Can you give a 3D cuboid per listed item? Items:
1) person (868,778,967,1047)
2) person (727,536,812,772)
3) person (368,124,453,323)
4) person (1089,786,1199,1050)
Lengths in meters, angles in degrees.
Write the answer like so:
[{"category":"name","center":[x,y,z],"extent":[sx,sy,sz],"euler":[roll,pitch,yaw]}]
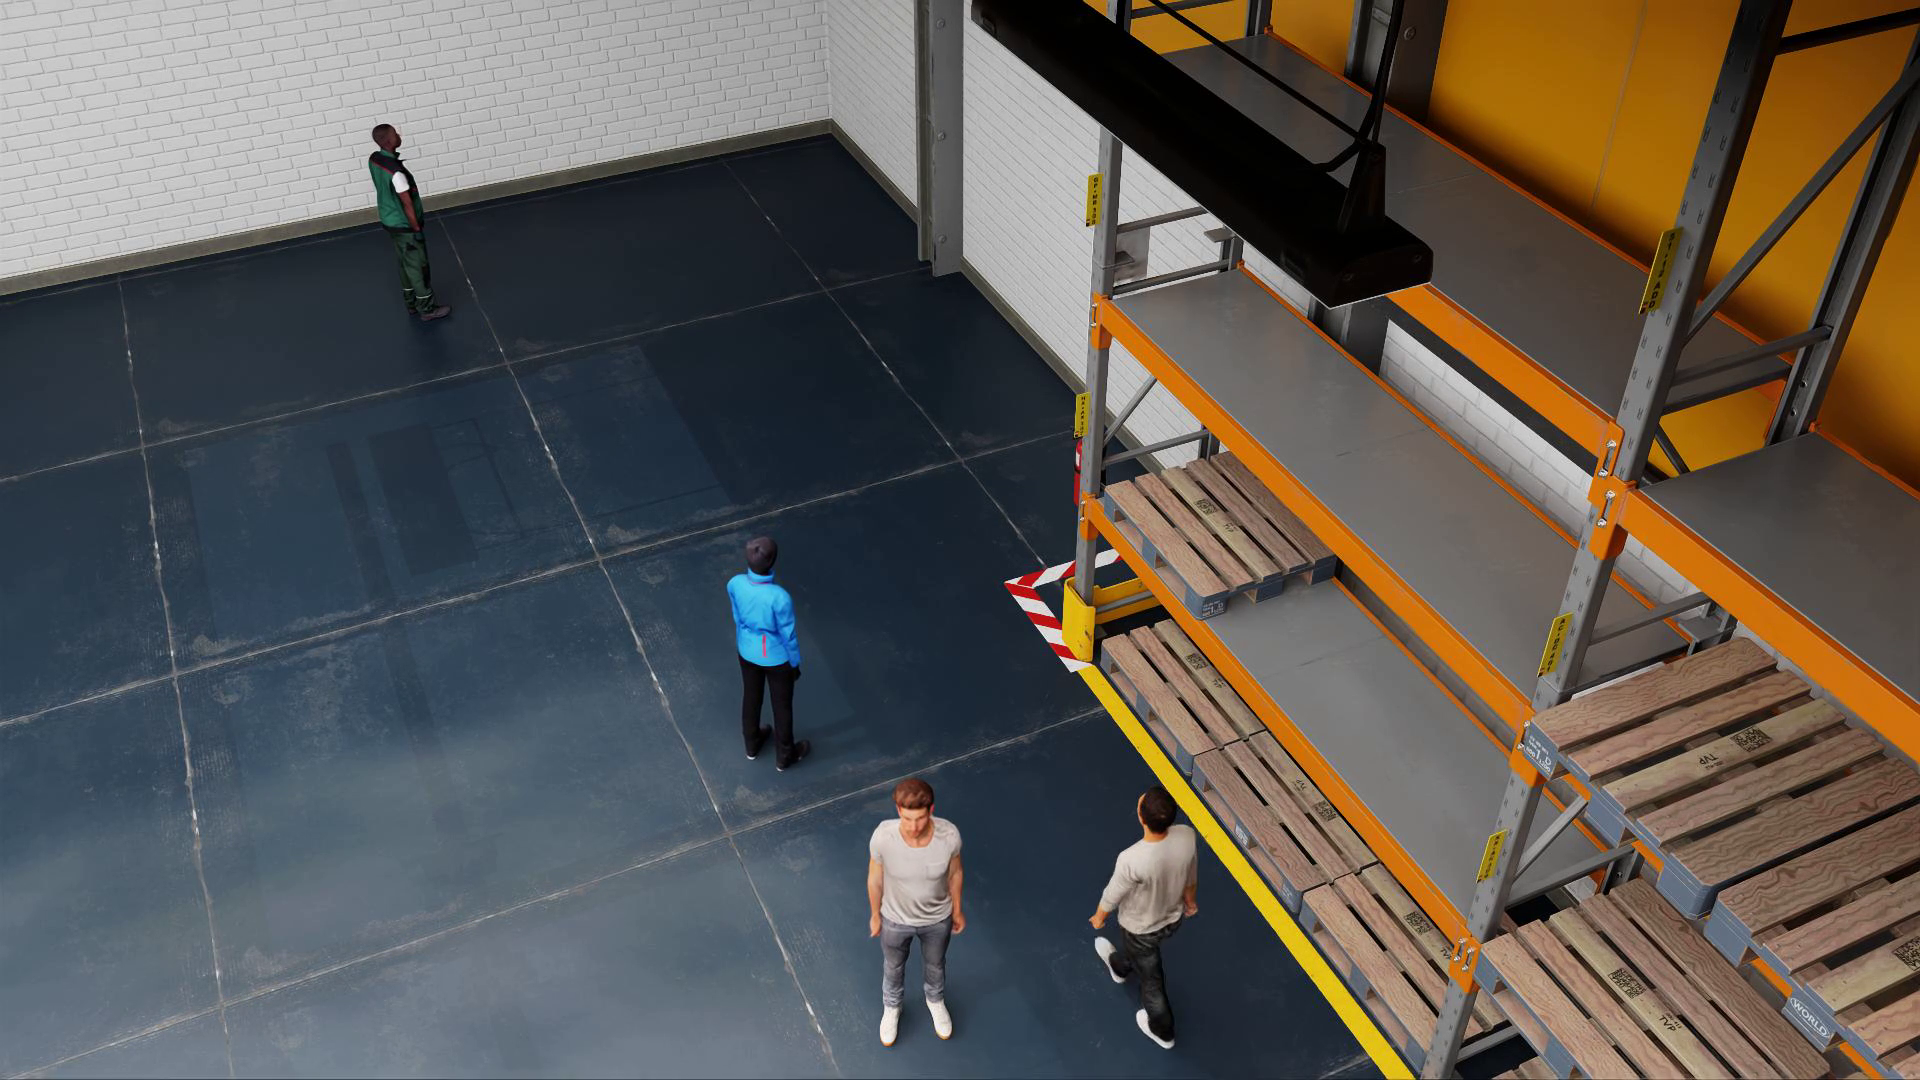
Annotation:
[{"category":"person","center":[-0.230,1.928,8.729],"extent":[0.731,1.898,0.687],"euler":[-3,39,-4]},{"category":"person","center":[-1.214,0.714,10.332],"extent":[0.668,1.796,0.746],"euler":[17,42,20]},{"category":"person","center":[-4.922,-2.811,14.710],"extent":[0.816,1.839,0.660],"euler":[-30,47,-32]},{"category":"person","center":[1.056,2.030,8.688],"extent":[0.785,1.790,1.034],"euler":[-23,44,-26]}]
